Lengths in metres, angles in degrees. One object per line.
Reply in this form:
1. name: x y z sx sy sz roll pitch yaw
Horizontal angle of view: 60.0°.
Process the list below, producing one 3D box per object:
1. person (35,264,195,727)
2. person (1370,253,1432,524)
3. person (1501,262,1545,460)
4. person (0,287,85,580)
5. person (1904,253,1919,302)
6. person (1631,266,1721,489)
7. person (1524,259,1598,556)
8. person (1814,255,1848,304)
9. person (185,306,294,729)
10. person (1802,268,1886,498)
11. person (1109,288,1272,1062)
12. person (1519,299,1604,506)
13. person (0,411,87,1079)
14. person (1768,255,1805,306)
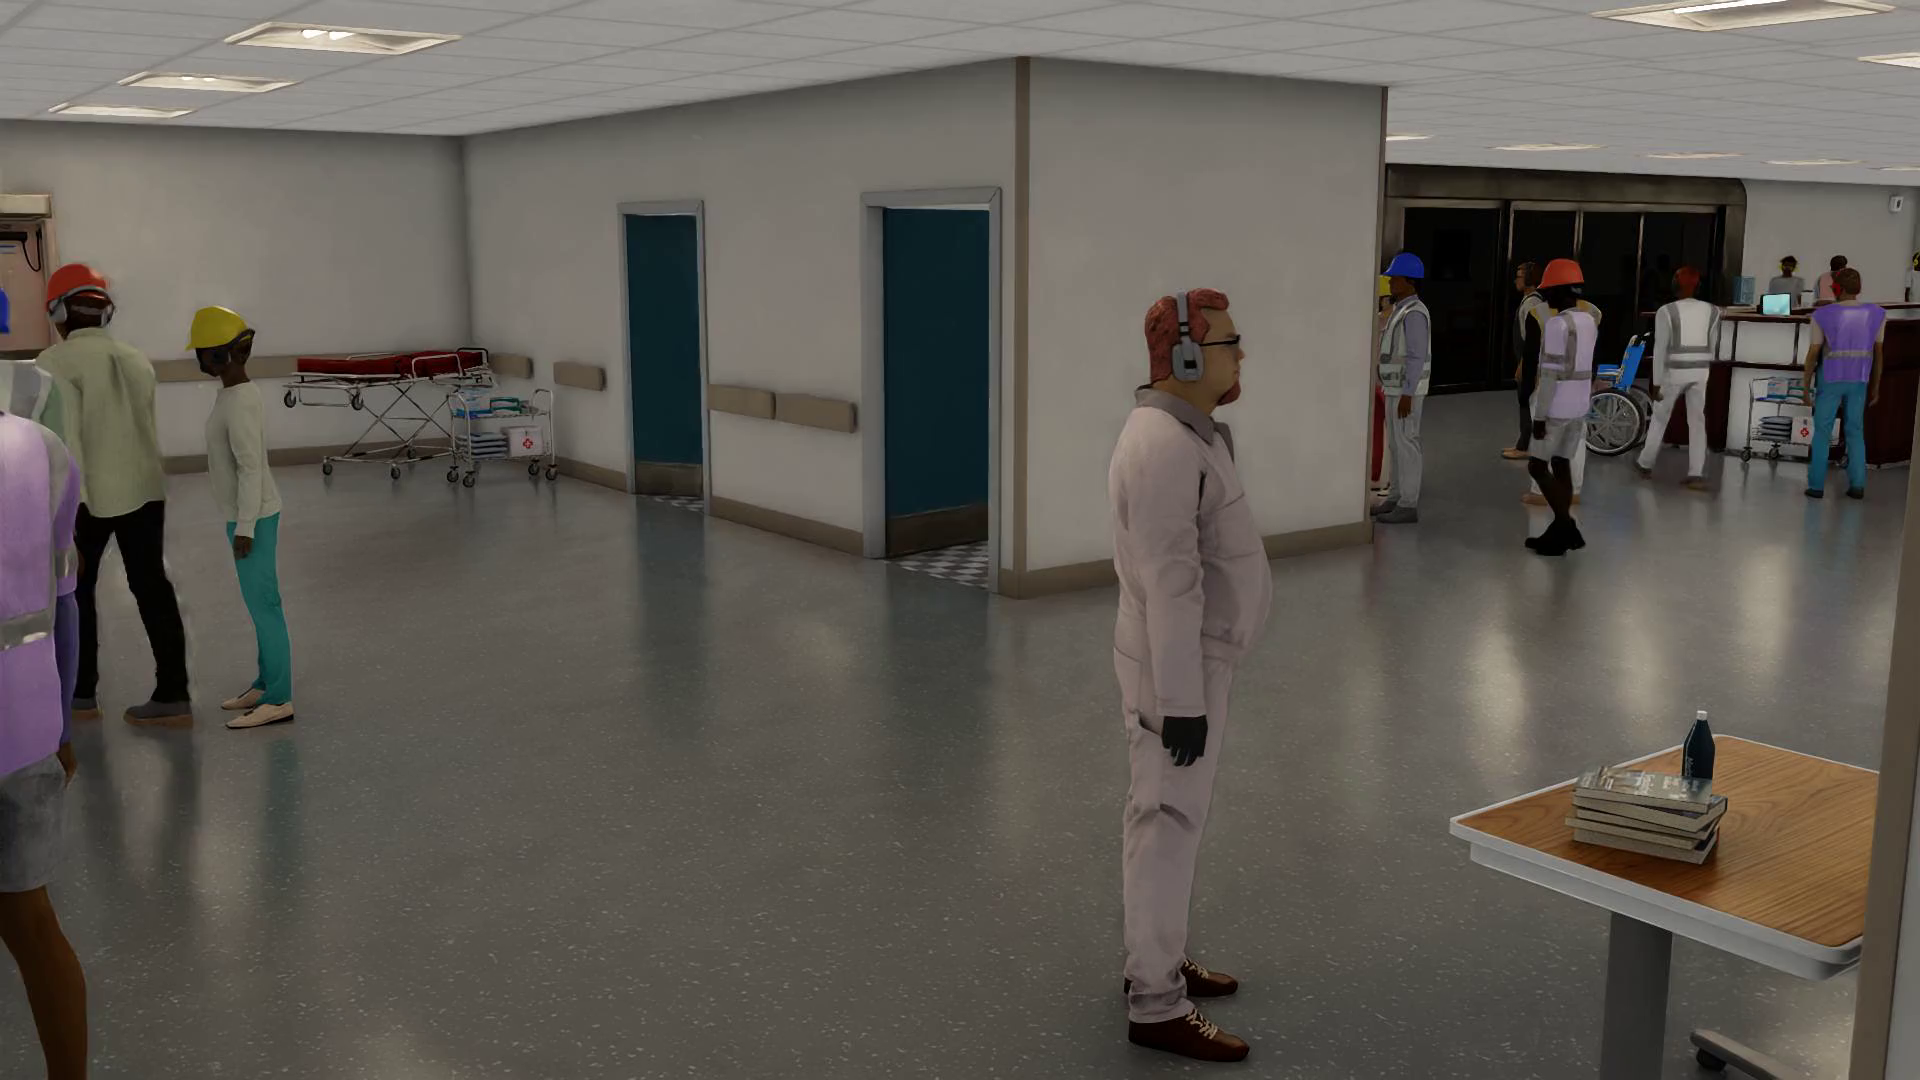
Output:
1. person: -3.602 -0.179 7.001 0.886 1.924 0.635 4 11 21
2. person: 3.213 -1.095 12.072 0.381 1.951 0.605 0 10 2
3. person: 5.300 -1.672 15.593 0.344 1.846 0.506 4 11 21
4. person: -3.611 -0.012 6.159 0.672 1.892 0.844 -5 11 -26
5. person: 16.351 -3.980 28.485 0.565 1.865 0.322 -7 12 -33
6. person: 6.026 -1.365 13.915 0.582 1.826 1.019 0 10 -2
7. person: 3.913 -0.850 10.786 0.551 1.923 0.468 -9 14 -42
8. person: 13.149 -3.350 25.014 0.429 1.844 0.623 -5 11 -25
9. person: -3.021 -0.093 6.986 0.329 1.763 0.523 -4 11 -23
10. person: 6.991 -1.229 13.167 0.588 1.827 0.403 1 10 5
11. person: 0.576 0.328 4.209 0.408 1.913 0.641 1 10 6
12. person: 4.606 -1.176 12.834 0.624 1.845 0.430 -1 10 -7
13. person: -2.064 0.414 3.419 0.409 2.028 0.613 2 10 10
14. person: 12.262 -3.310 24.770 0.575 1.849 0.583 6 12 32
